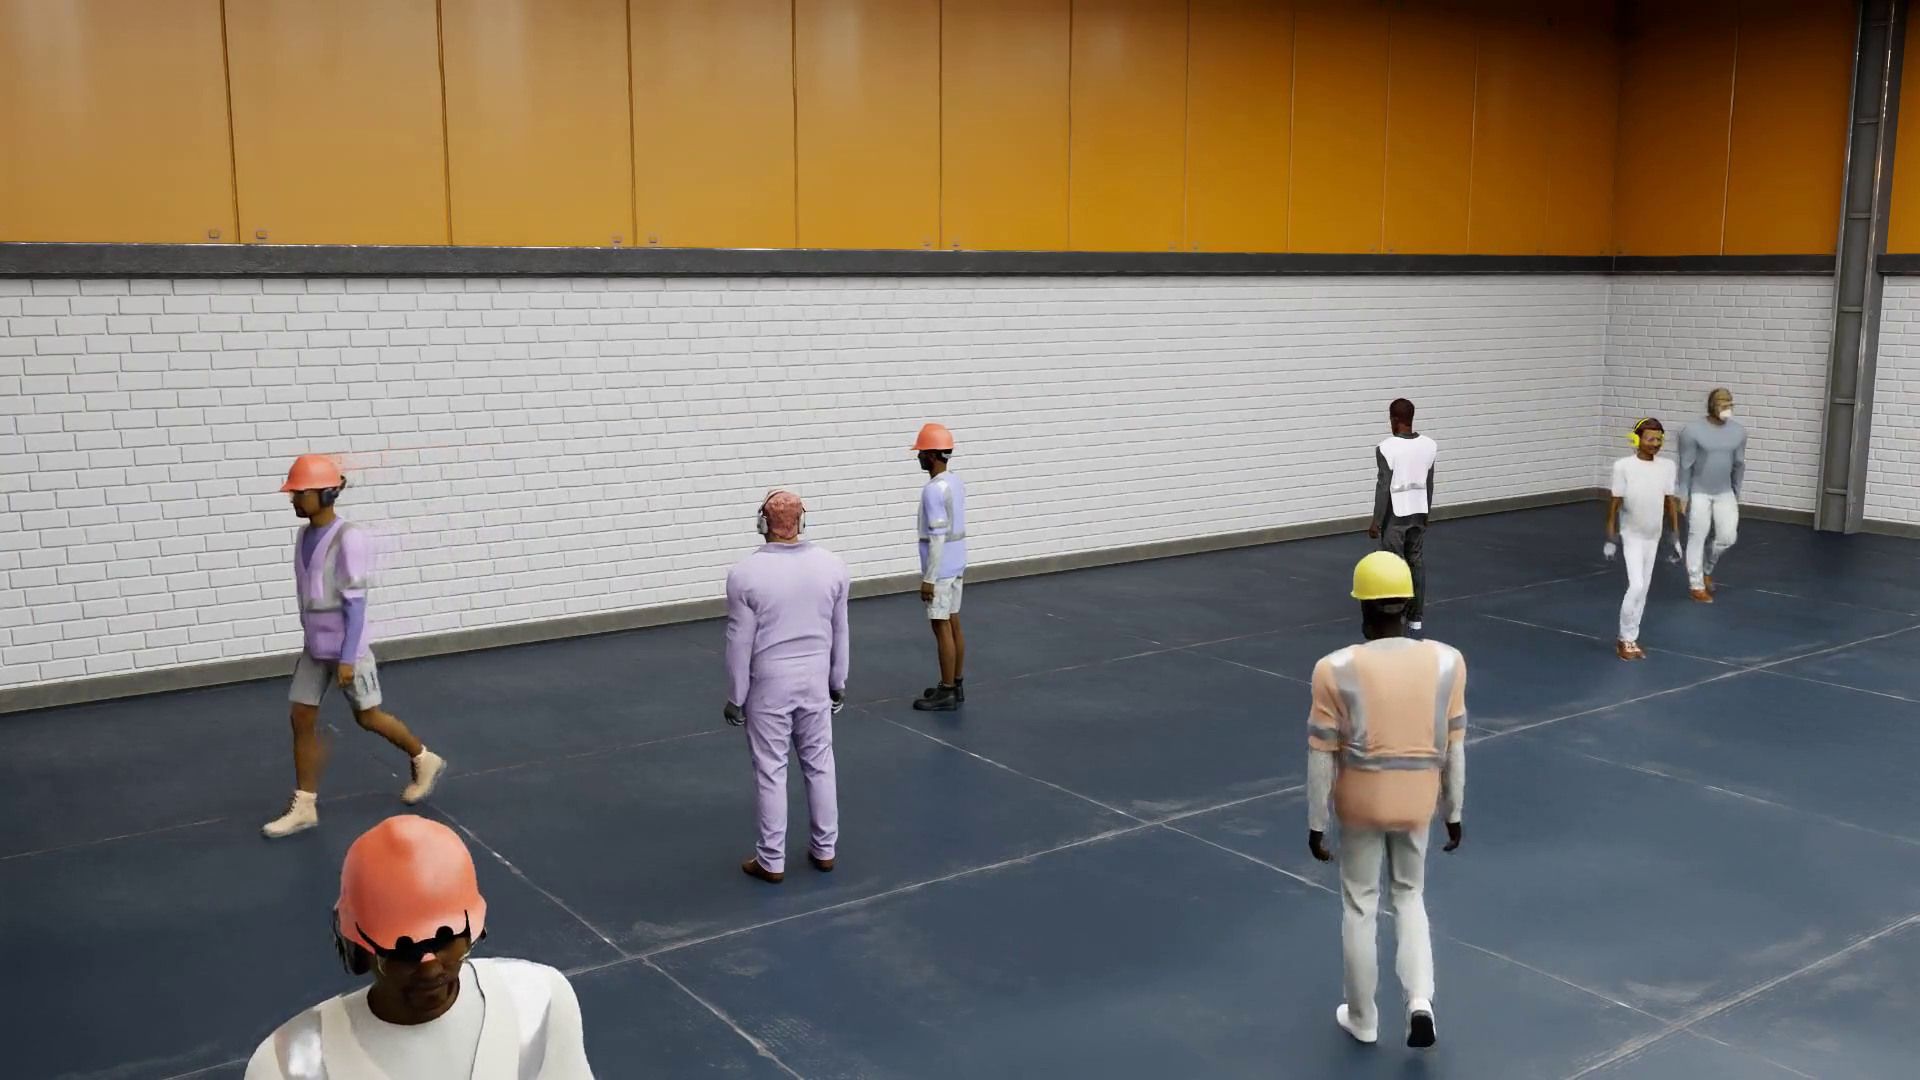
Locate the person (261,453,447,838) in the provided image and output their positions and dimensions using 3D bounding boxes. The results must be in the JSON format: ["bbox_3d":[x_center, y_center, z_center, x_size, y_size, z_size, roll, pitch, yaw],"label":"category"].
[{"bbox_3d":[-3.265,0.522,8.876,0.601,2.014,0.977,7,11,36],"label":"person"}]

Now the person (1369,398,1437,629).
[{"bbox_3d":[3.618,-0.198,13.598,0.589,1.914,0.392,-5,10,-27],"label":"person"}]

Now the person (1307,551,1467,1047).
[{"bbox_3d":[1.596,0.997,6.227,0.612,1.913,0.491,-1,9,-4],"label":"person"}]

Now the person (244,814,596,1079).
[{"bbox_3d":[-0.931,1.469,3.084,0.633,1.986,1.049,-7,12,-37],"label":"person"}]

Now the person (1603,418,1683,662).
[{"bbox_3d":[5.197,0.005,12.562,0.512,1.852,0.573,-2,9,-11],"label":"person"}]

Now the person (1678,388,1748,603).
[{"bbox_3d":[6.666,-0.400,14.817,0.640,1.926,0.480,-1,9,-4],"label":"person"}]

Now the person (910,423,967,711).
[{"bbox_3d":[-0.152,0.184,11.165,0.379,1.938,0.547,3,10,17],"label":"person"}]

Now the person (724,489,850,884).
[{"bbox_3d":[-0.853,0.700,8.079,0.652,1.906,0.402,-6,11,-31],"label":"person"}]
